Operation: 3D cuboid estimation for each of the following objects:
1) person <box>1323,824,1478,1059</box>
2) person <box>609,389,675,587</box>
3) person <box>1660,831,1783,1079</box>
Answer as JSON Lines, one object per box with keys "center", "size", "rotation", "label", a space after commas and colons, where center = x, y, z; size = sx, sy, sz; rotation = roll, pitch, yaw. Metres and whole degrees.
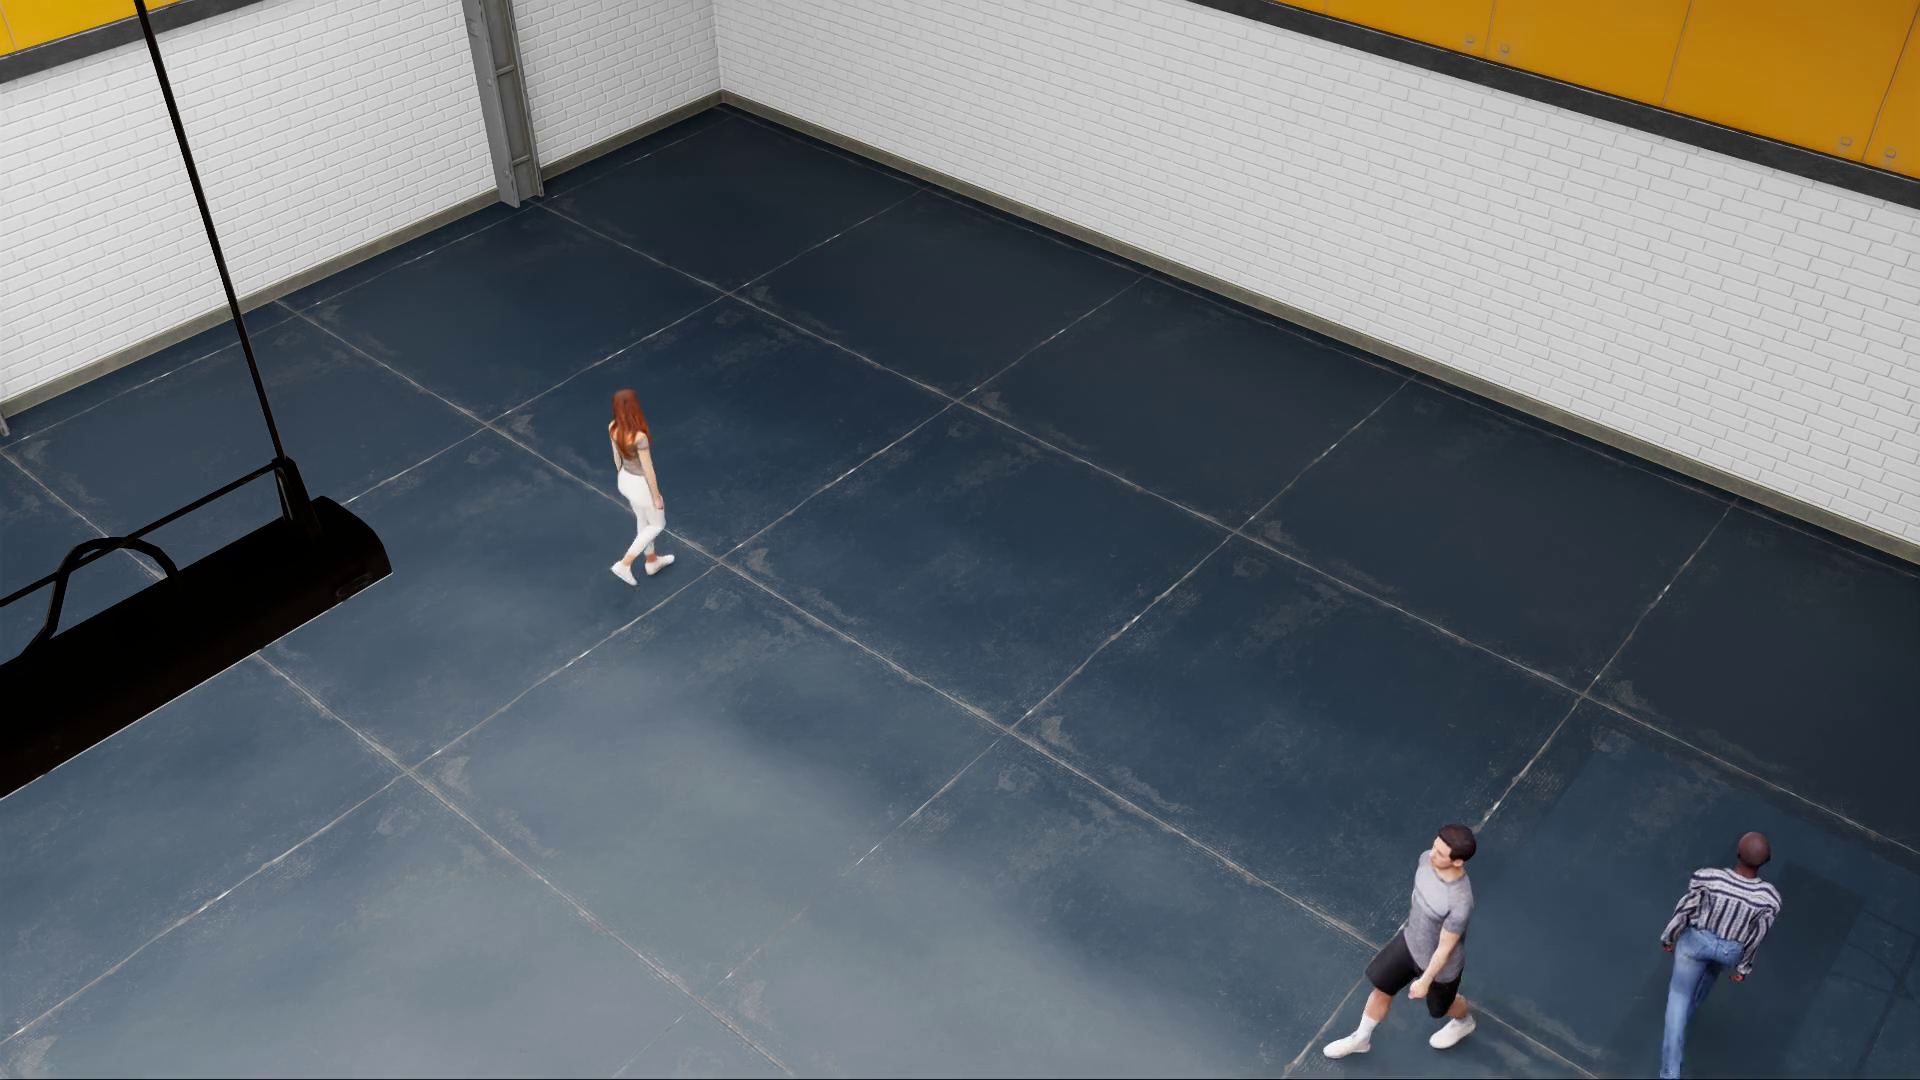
{"center": [2.714, 2.279, 9.268], "size": [1.263, 1.846, 1.069], "rotation": [-10, 40, -13], "label": "person"}
{"center": [-2.505, -0.356, 12.674], "size": [0.619, 1.713, 0.842], "rotation": [30, 47, 32], "label": "person"}
{"center": [4.164, 2.358, 9.237], "size": [0.907, 1.762, 1.190], "rotation": [11, 40, 13], "label": "person"}
